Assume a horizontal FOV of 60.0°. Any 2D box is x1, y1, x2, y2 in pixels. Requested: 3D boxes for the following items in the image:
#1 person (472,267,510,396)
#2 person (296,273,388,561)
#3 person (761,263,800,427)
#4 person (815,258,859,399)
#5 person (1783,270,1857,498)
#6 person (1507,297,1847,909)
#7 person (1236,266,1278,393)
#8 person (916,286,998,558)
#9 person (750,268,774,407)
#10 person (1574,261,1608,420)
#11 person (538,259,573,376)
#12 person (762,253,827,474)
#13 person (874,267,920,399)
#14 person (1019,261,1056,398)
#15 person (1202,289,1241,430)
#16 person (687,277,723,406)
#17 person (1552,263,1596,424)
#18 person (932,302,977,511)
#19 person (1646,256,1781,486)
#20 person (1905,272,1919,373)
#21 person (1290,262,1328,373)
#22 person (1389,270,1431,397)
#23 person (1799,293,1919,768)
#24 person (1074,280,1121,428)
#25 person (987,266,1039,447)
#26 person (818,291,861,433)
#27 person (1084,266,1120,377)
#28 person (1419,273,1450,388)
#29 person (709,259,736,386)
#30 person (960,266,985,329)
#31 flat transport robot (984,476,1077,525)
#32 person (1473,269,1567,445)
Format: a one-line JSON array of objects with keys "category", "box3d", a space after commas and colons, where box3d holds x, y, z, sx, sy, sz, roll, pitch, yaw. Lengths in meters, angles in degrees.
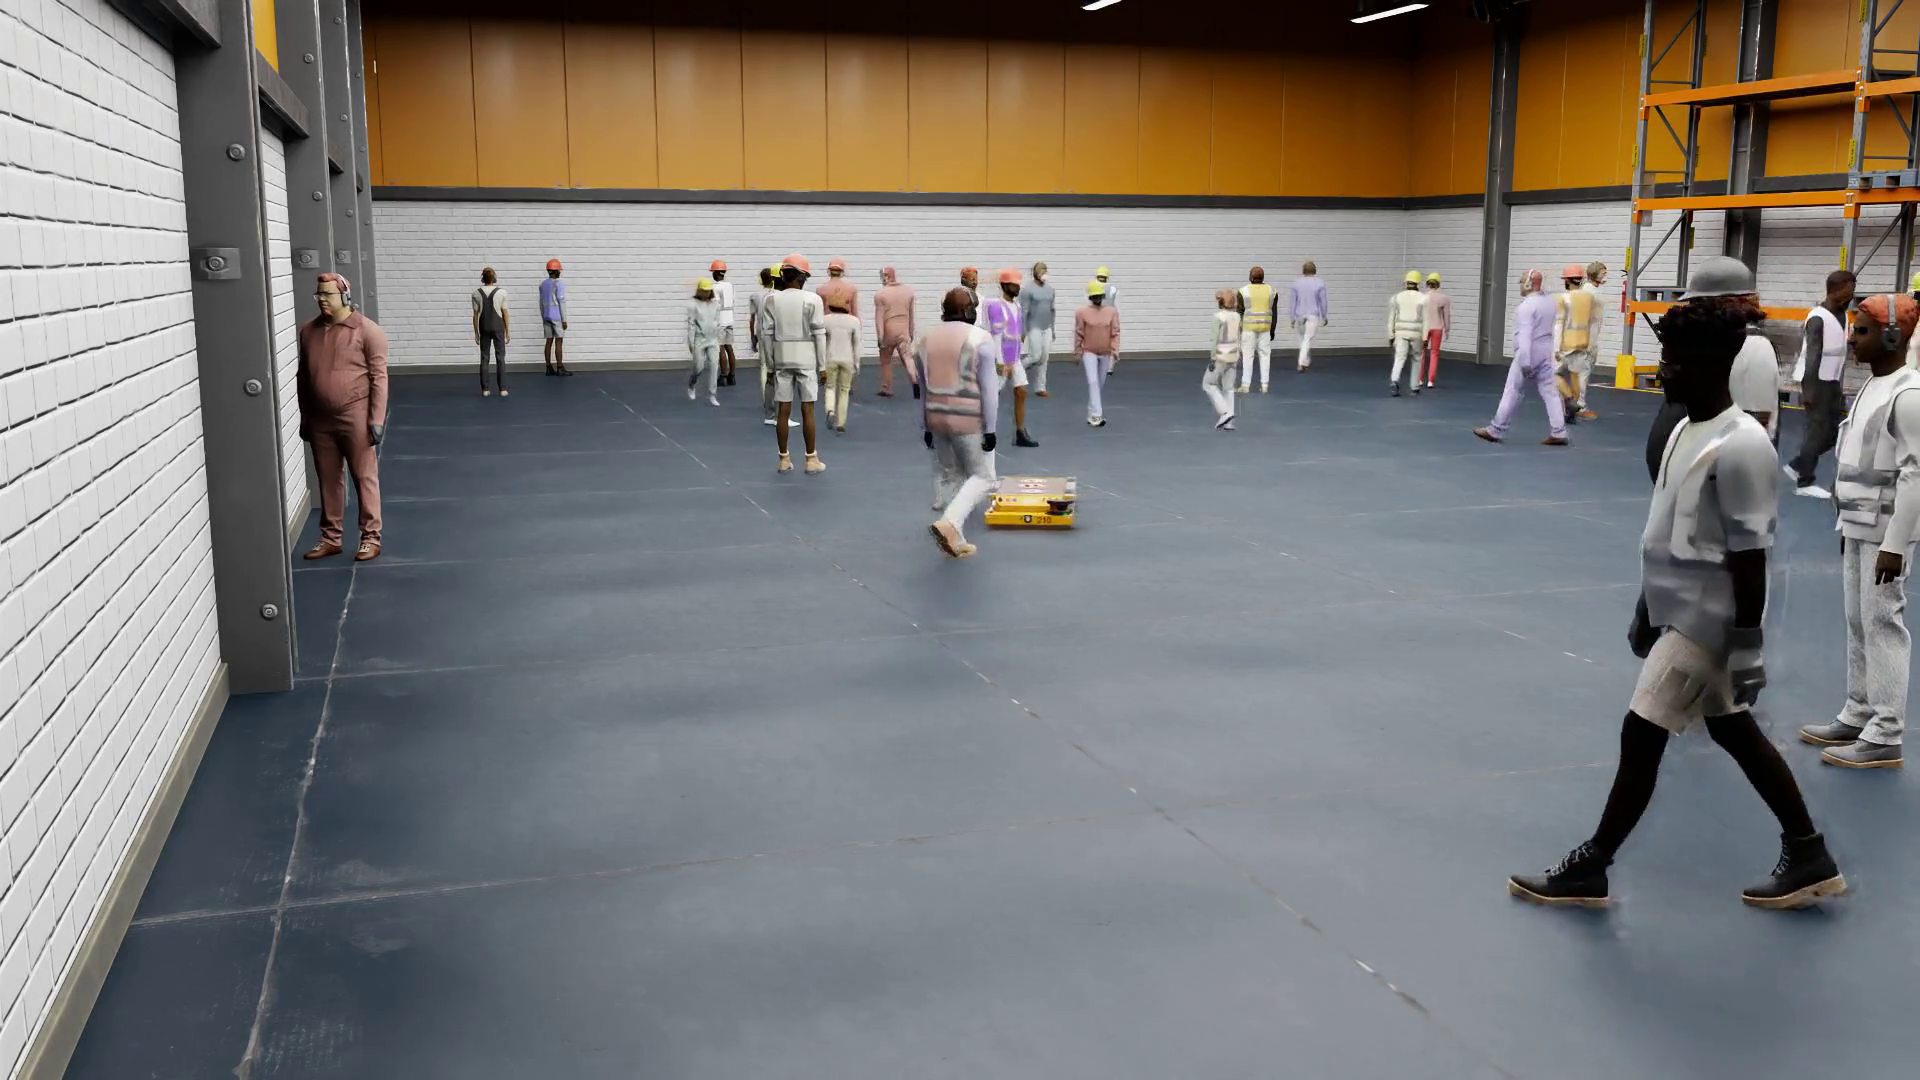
[{"category": "person", "box3d": [-6.687, -2.963, 23.748, 0.501, 1.839, 0.341, -1, 10, -4]}, {"category": "person", "box3d": [-4.122, -0.809, 11.050, 0.637, 1.911, 0.406, 2, 10, 12]}, {"category": "person", "box3d": [-2.121, -2.298, 19.613, 0.384, 1.924, 0.594, -6, 11, -31]}, {"category": "person", "box3d": [-1.719, -2.909, 23.011, 0.689, 1.971, 0.560, -3, 10, -16]}, {"category": "person", "box3d": [7.214, -1.295, 13.885, 0.624, 1.898, 0.445, -9, 13, -42]}, {"category": "person", "box3d": [2.303, 0.219, 5.116, 1.010, 1.918, 0.622, 2, 10, 11]}, {"category": "person", "box3d": [4.324, -3.071, 24.335, 0.625, 1.846, 0.429, -1, 10, -7]}, {"category": "person", "box3d": [-0.032, -0.752, 10.961, 0.631, 1.827, 0.543, 8, 13, 38]}, {"category": "person", "box3d": [-2.482, -2.643, 21.844, 0.550, 1.843, 0.570, 1, 10, 6]}, {"category": "person", "box3d": [7.745, -2.455, 20.487, 0.362, 1.938, 0.631, 3, 10, 19]}, {"category": "person", "box3d": [-6.724, -3.684, 27.608, 0.544, 1.939, 0.372, 7, 12, 34]}, {"category": "person", "box3d": [-1.518, -1.626, 15.420, 0.605, 2.033, 0.391, 2, 10, 14]}, {"category": "person", "box3d": [-0.896, -2.915, 23.414, 0.666, 1.860, 0.949, -5, 11, -28]}, {"category": "person", "box3d": [1.066, -2.952, 23.427, 0.630, 1.925, 0.526, -9, 13, -42]}, {"category": "person", "box3d": [3.029, -2.069, 19.161, 0.541, 1.626, 0.376, -10, 14, -44]}, {"category": "person", "box3d": [-3.450, -2.672, 22.385, 0.489, 1.718, 0.608, -6, 12, -32]}, {"category": "person", "box3d": [7.290, -2.323, 19.785, 0.563, 1.923, 0.481, -3, 10, -14]}, {"category": "person", "box3d": [-0.031, -1.071, 13.176, 0.315, 1.696, 0.540, 6, 12, 32]}, {"category": "person", "box3d": [3.395, -0.271, 7.551, 0.535, 2.000, 0.719, 3, 10, 15]}, {"category": "person", "box3d": [8.176, -1.346, 14.208, 0.611, 1.885, 0.849, -6, 12, -32]}, {"category": "person", "box3d": [5.977, -3.828, 28.610, 0.627, 1.897, 1.033, 7, 12, 34]}, {"category": "person", "box3d": [6.392, -2.943, 23.713, 0.601, 1.802, 0.859, 6, 11, 30]}, {"category": "person", "box3d": [3.645, -0.032, 6.620, 0.337, 1.882, 0.585, 2, 10, 13]}, {"category": "person", "box3d": [1.621, -2.159, 19.408, 0.516, 1.710, 0.899, -2, 10, -11]}, {"category": "person", "box3d": [0.434, -1.943, 17.640, 0.894, 1.914, 0.544, 8, 13, 39]}, {"category": "person", "box3d": [-1.372, -2.000, 18.825, 0.505, 1.614, 0.438, 0, 10, -1]}, {"category": "person", "box3d": [2.339, -3.595, 27.398, 0.598, 1.830, 0.403, 1, 10, 4]}, {"category": "person", "box3d": [7.151, -3.178, 25.256, 0.547, 1.728, 0.747, 3, 10, 15]}, {"category": "person", "box3d": [-3.671, -3.326, 25.531, 0.373, 1.939, 0.545, 5, 11, 27]}, {"category": "person", "box3d": [0.086, -2.233, 19.360, 0.337, 1.882, 0.584, 9, 13, 42]}, {"category": "flat transport robot", "box3d": [0.569, -0.320, 12.951, 0.652, 0.197, 1.431, 1, 10, 5]}, {"category": "person", "box3d": [6.065, -1.938, 17.733, 0.636, 1.859, 1.011, -8, 13, -39]}]
